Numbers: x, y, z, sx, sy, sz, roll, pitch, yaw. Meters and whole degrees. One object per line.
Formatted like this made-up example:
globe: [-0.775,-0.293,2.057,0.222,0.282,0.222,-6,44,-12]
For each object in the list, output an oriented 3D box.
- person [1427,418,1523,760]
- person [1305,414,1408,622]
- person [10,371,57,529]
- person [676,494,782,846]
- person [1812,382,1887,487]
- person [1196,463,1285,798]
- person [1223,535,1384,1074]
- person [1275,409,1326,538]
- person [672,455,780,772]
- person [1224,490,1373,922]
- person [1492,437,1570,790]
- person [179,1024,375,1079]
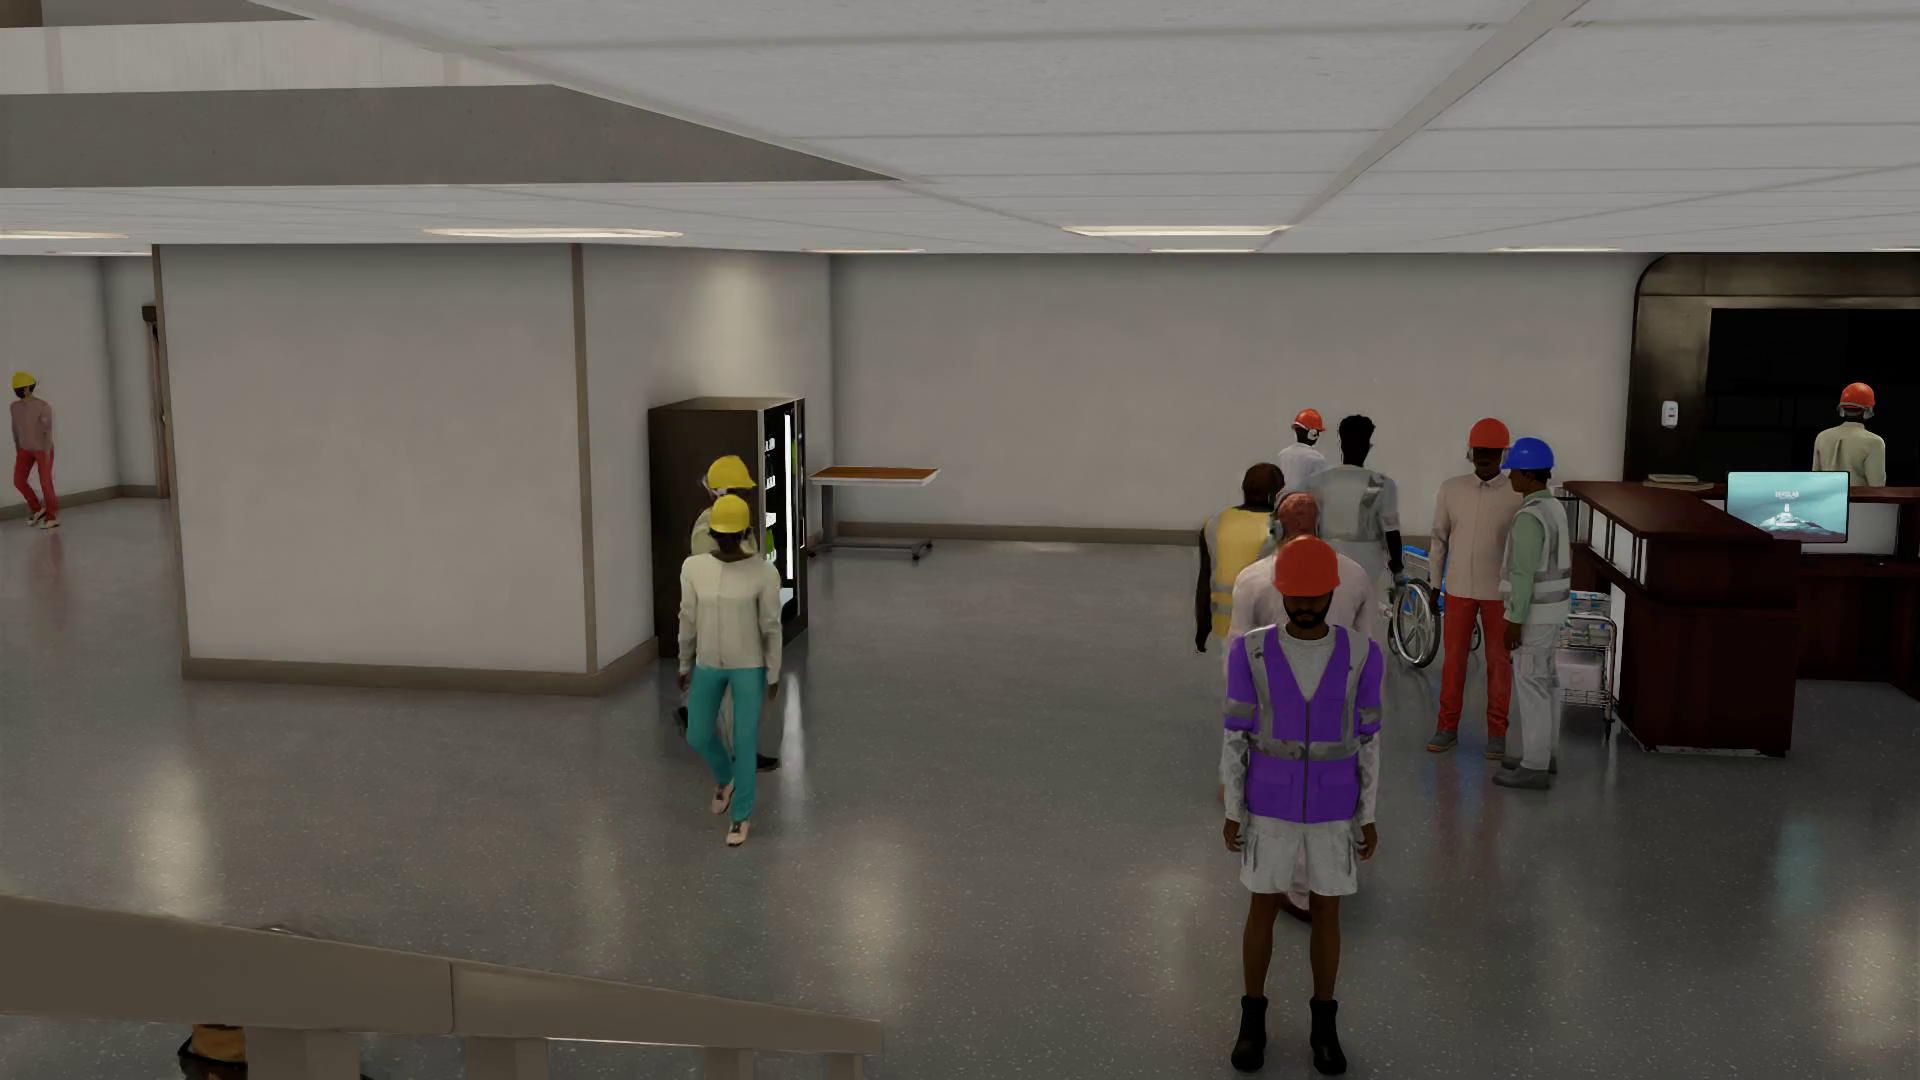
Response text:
person: [3.049,0.281,9.746,0.611,1.997,0.375,5,10,28]
person: [2.533,0.169,10.605,0.612,1.940,0.679,8,12,40]
person: [-10.187,-0.979,18.285,0.536,1.750,0.387,1,9,7]
person: [-1.142,0.626,8.329,0.549,1.752,0.443,2,9,9]
person: [6.807,-0.207,12.749,0.373,1.997,0.615,-4,10,-23]
person: [1.694,0.474,9.136,0.663,1.802,0.899,9,13,43]
person: [1.207,0.936,5.884,0.553,1.935,0.361,1,9,7]
person: [2.770,-0.183,13.386,0.352,1.743,0.564,-4,10,-26]
person: [-1.347,0.415,9.459,0.593,1.820,0.606,2,9,11]
person: [1.459,0.710,7.454,0.643,1.877,0.744,-3,10,-19]
person: [3.162,0.397,9.233,0.423,1.939,0.602,5,10,28]
person: [-1.126,1.481,2.948,0.539,1.809,0.786,1,9,8]
